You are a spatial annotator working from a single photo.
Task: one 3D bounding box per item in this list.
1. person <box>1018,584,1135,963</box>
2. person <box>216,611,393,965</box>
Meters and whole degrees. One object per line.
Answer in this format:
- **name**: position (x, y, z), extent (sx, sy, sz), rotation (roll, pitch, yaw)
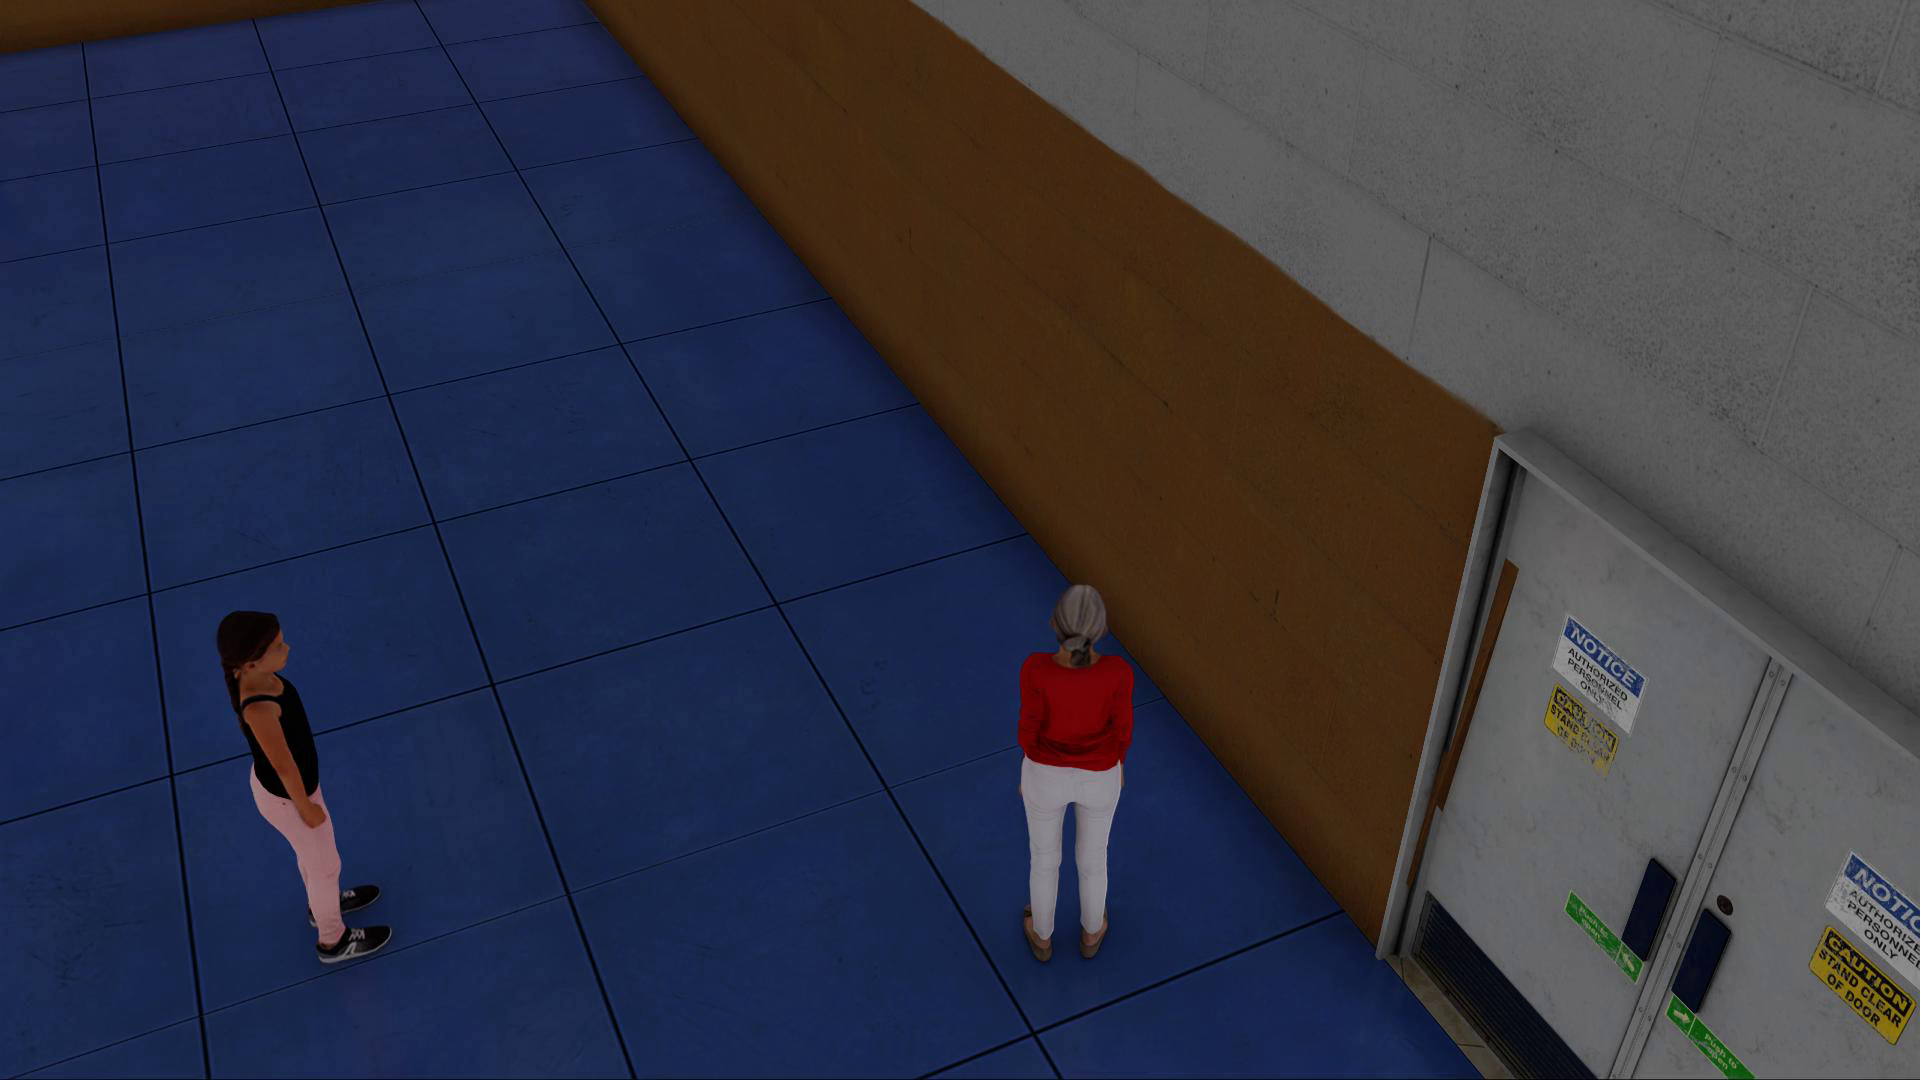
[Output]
- **person**: position (0.385, 0.823, 5.714), extent (0.597, 1.694, 0.690), rotation (-1, 37, -1)
- **person**: position (-2.324, 0.860, 5.774), extent (0.530, 1.562, 0.532), rotation (-19, 41, -23)
